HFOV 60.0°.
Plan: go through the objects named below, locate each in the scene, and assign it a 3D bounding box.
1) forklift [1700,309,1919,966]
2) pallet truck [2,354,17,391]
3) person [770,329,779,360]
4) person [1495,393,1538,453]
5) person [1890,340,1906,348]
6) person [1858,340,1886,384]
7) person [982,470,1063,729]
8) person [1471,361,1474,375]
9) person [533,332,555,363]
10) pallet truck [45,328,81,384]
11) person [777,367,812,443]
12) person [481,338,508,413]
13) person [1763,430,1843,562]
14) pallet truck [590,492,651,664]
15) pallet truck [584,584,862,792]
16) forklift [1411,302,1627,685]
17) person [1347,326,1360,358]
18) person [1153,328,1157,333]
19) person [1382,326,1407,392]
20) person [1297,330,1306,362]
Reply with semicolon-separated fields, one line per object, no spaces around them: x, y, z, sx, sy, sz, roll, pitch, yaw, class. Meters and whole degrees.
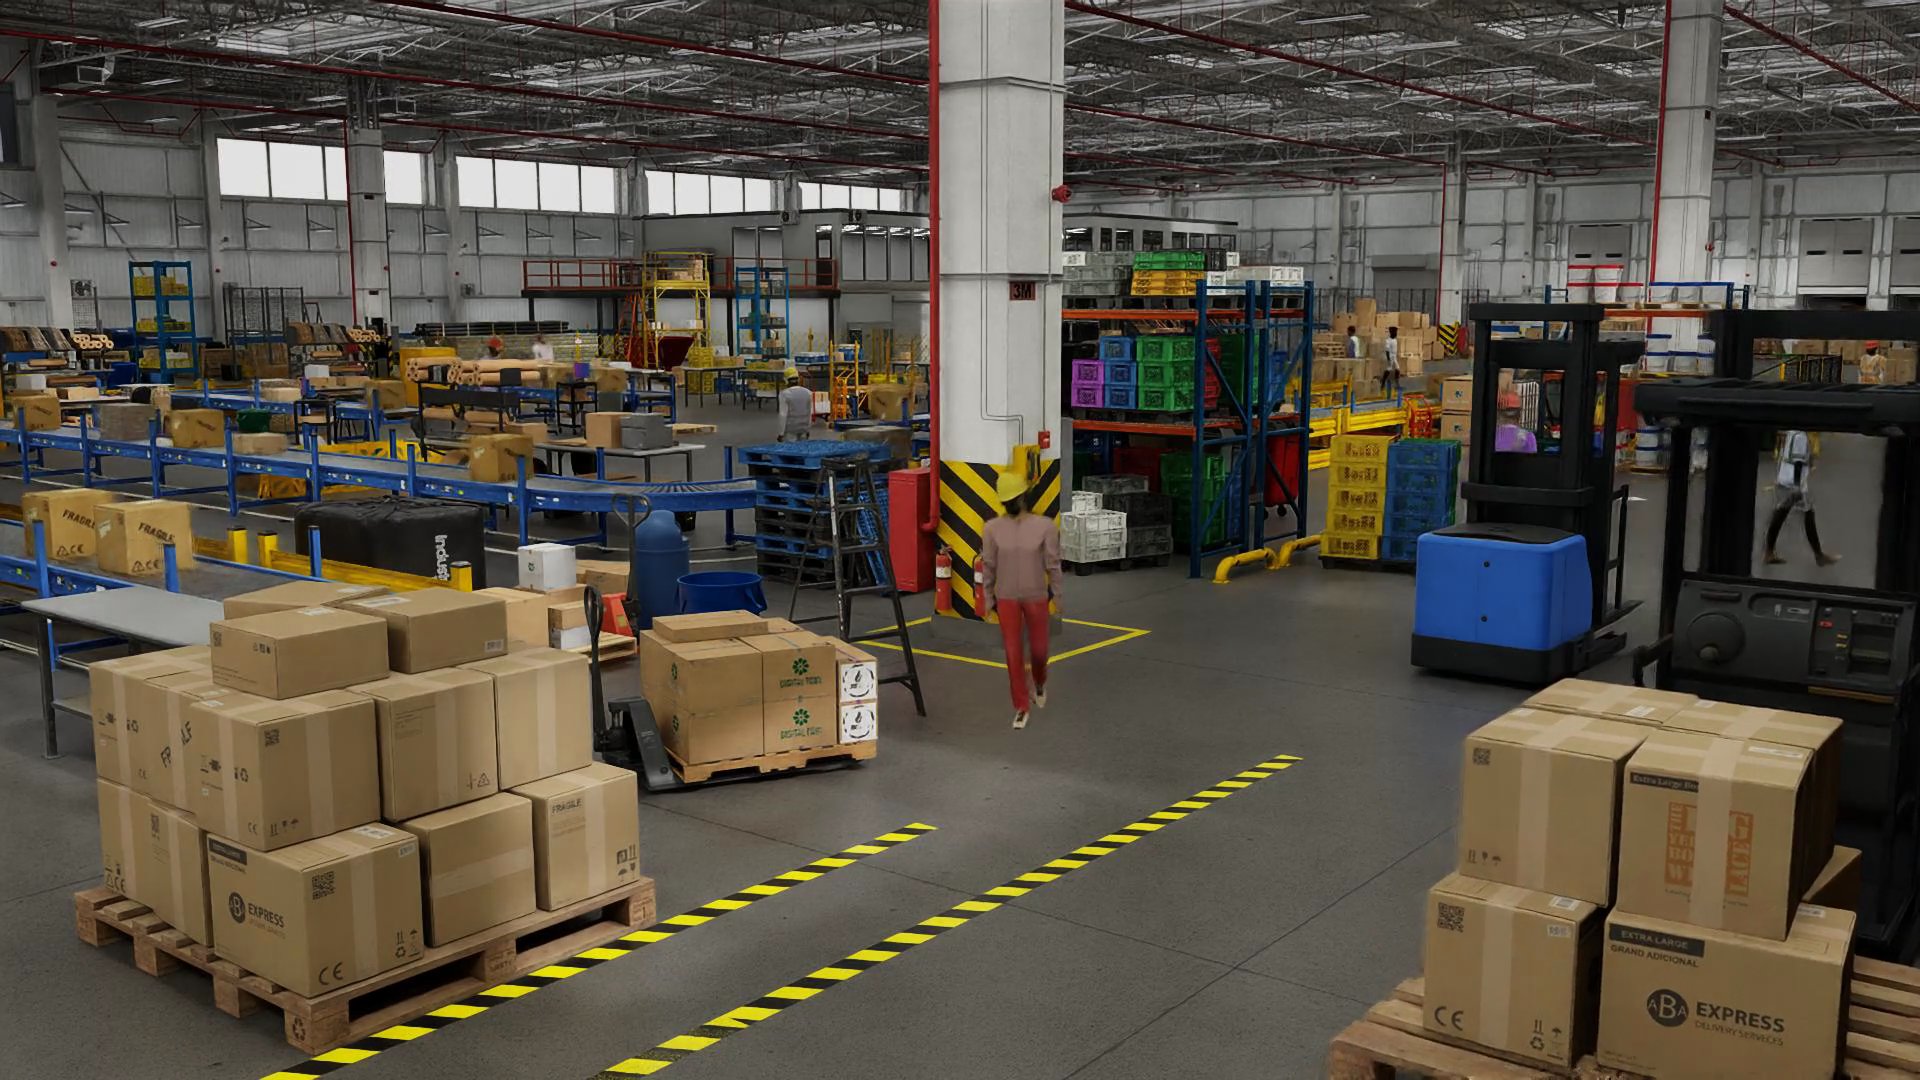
3.827;0.355;7.503;1.129;2.768;1.873;6;11;37;forklift
-24.881;-4.417;42.634;1.885;1.965;0.823;8;11;41;pallet truck
-6.937;-7.213;62.005;0.342;1.844;0.508;5;10;29;person
5.560;-0.508;16.619;0.893;1.887;0.588;-6;10;-35;person
30.940;-6.175;54.909;0.332;1.874;0.520;-7;11;-39;person
19.401;-3.320;35.480;0.374;1.928;0.543;-5;10;-30;person
0.422;0.385;11.162;0.537;1.739;0.495;1;8;6;person
12.222;-3.699;39.090;0.503;1.604;0.789;8;11;42;person
-10.862;-4.497;43.555;0.484;1.885;0.683;6;10;35;person
-23.775;-4.544;43.495;1.885;1.965;0.823;6;10;35;pallet truck
-2.428;-1.604;24.267;0.403;1.822;0.588;8;12;44;person
-9.202;-2.976;32.845;0.475;2.019;0.608;4;9;27;person
9.141;-0.587;17.946;0.812;1.663;0.538;2;9;11;person
-3.115;0.344;12.883;0.653;1.274;1.630;7;11;37;pallet truck
-1.426;0.805;10.019;1.601;1.201;0.680;-4;9;-26;pallet truck
4.379;-0.438;12.852;1.129;2.768;1.873;7;11;37;forklift
11.908;-5.577;50.787;0.683;1.893;0.626;3;9;22;person
6.380;-6.095;54.791;0.536;1.749;0.556;-6;10;-36;person
12.722;-5.279;48.658;0.881;1.928;0.628;8;12;44;person
12.760;-7.011;61.120;0.871;1.704;0.508;-2;9;-11;person
